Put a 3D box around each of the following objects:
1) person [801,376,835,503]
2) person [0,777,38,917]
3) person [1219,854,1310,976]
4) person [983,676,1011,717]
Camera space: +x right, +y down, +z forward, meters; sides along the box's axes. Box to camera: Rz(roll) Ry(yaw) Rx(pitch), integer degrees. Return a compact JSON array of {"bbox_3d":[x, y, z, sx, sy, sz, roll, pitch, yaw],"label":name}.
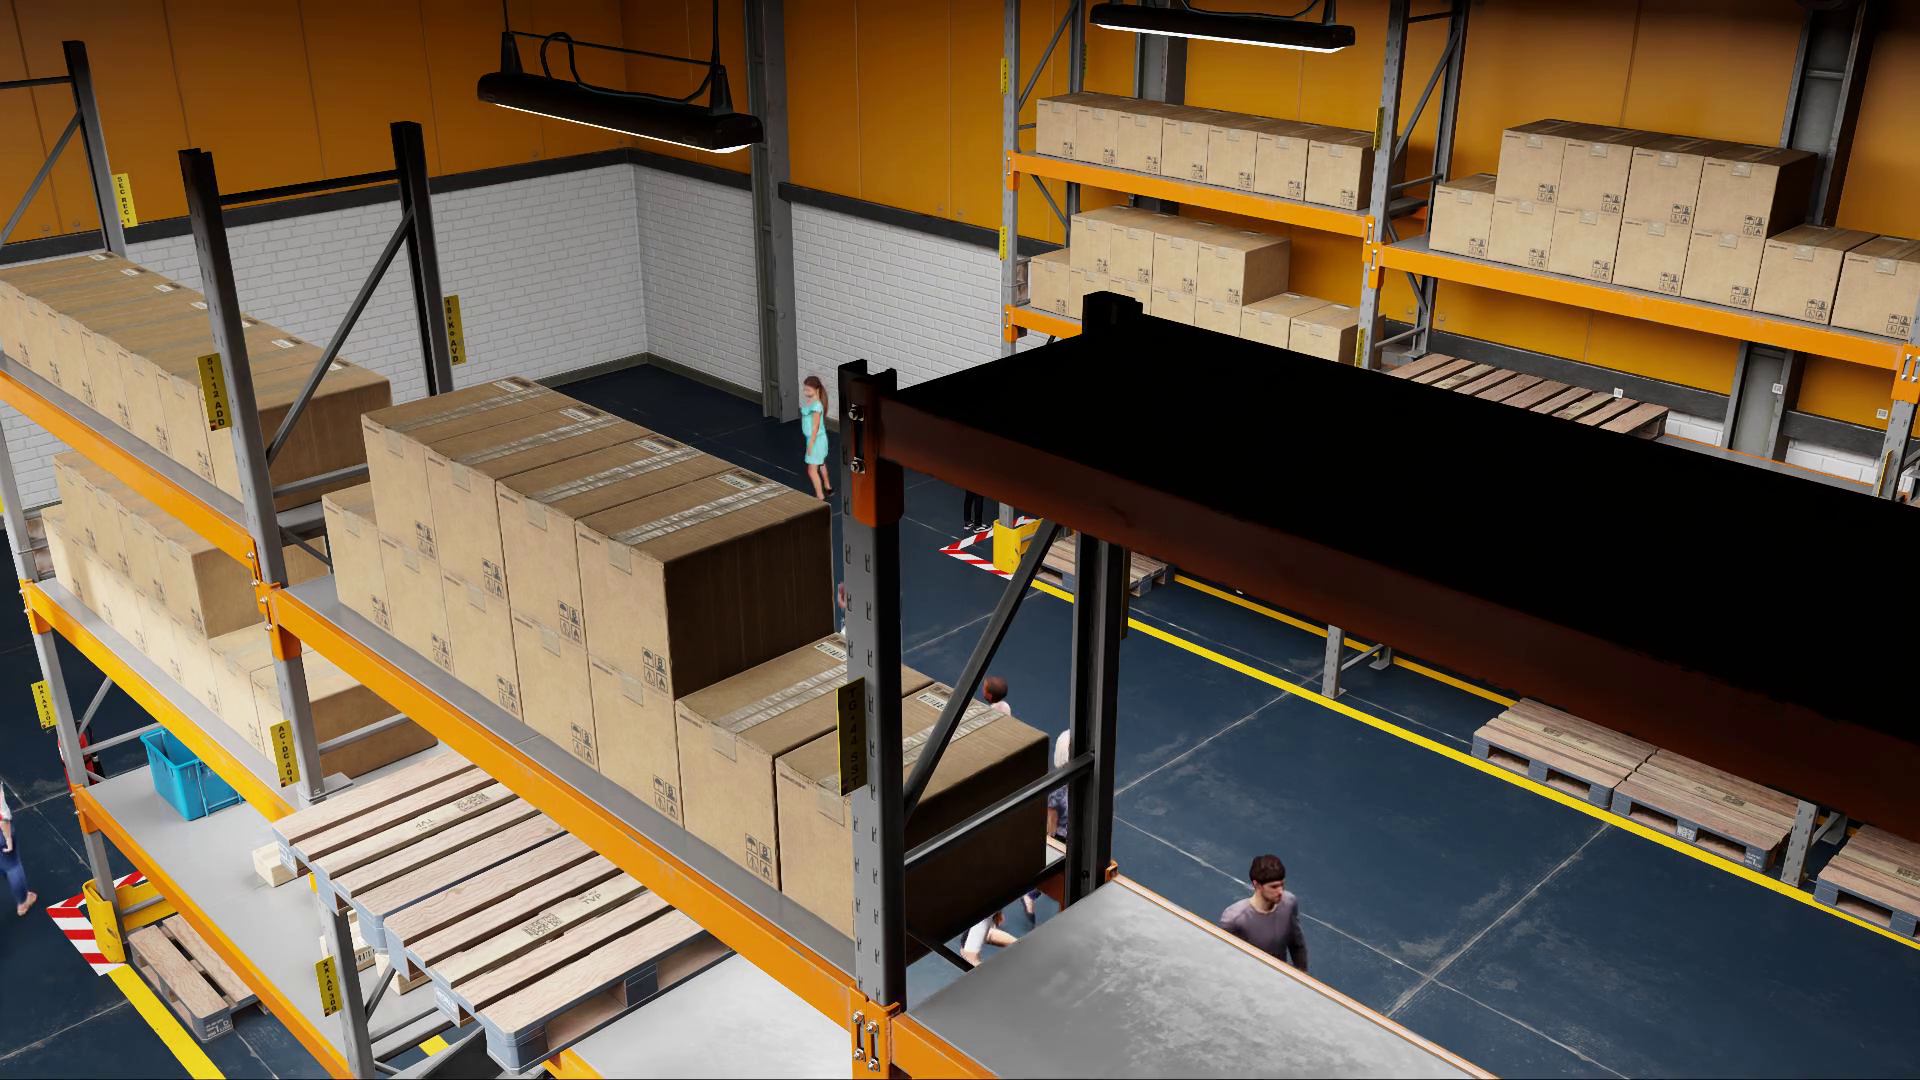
[{"bbox_3d":[-1.604,-1.128,18.711,0.898,1.539,0.793,1,24,3],"label":"person"},{"bbox_3d":[-6.704,2.070,11.341,0.946,1.582,1.122,-5,24,-11],"label":"person"},{"bbox_3d":[1.699,2.600,9.831,0.870,1.820,1.131,-14,27,-29],"label":"person"},{"bbox_3d":[0.325,1.662,12.664,0.891,1.269,0.509,21,31,40],"label":"person"}]
